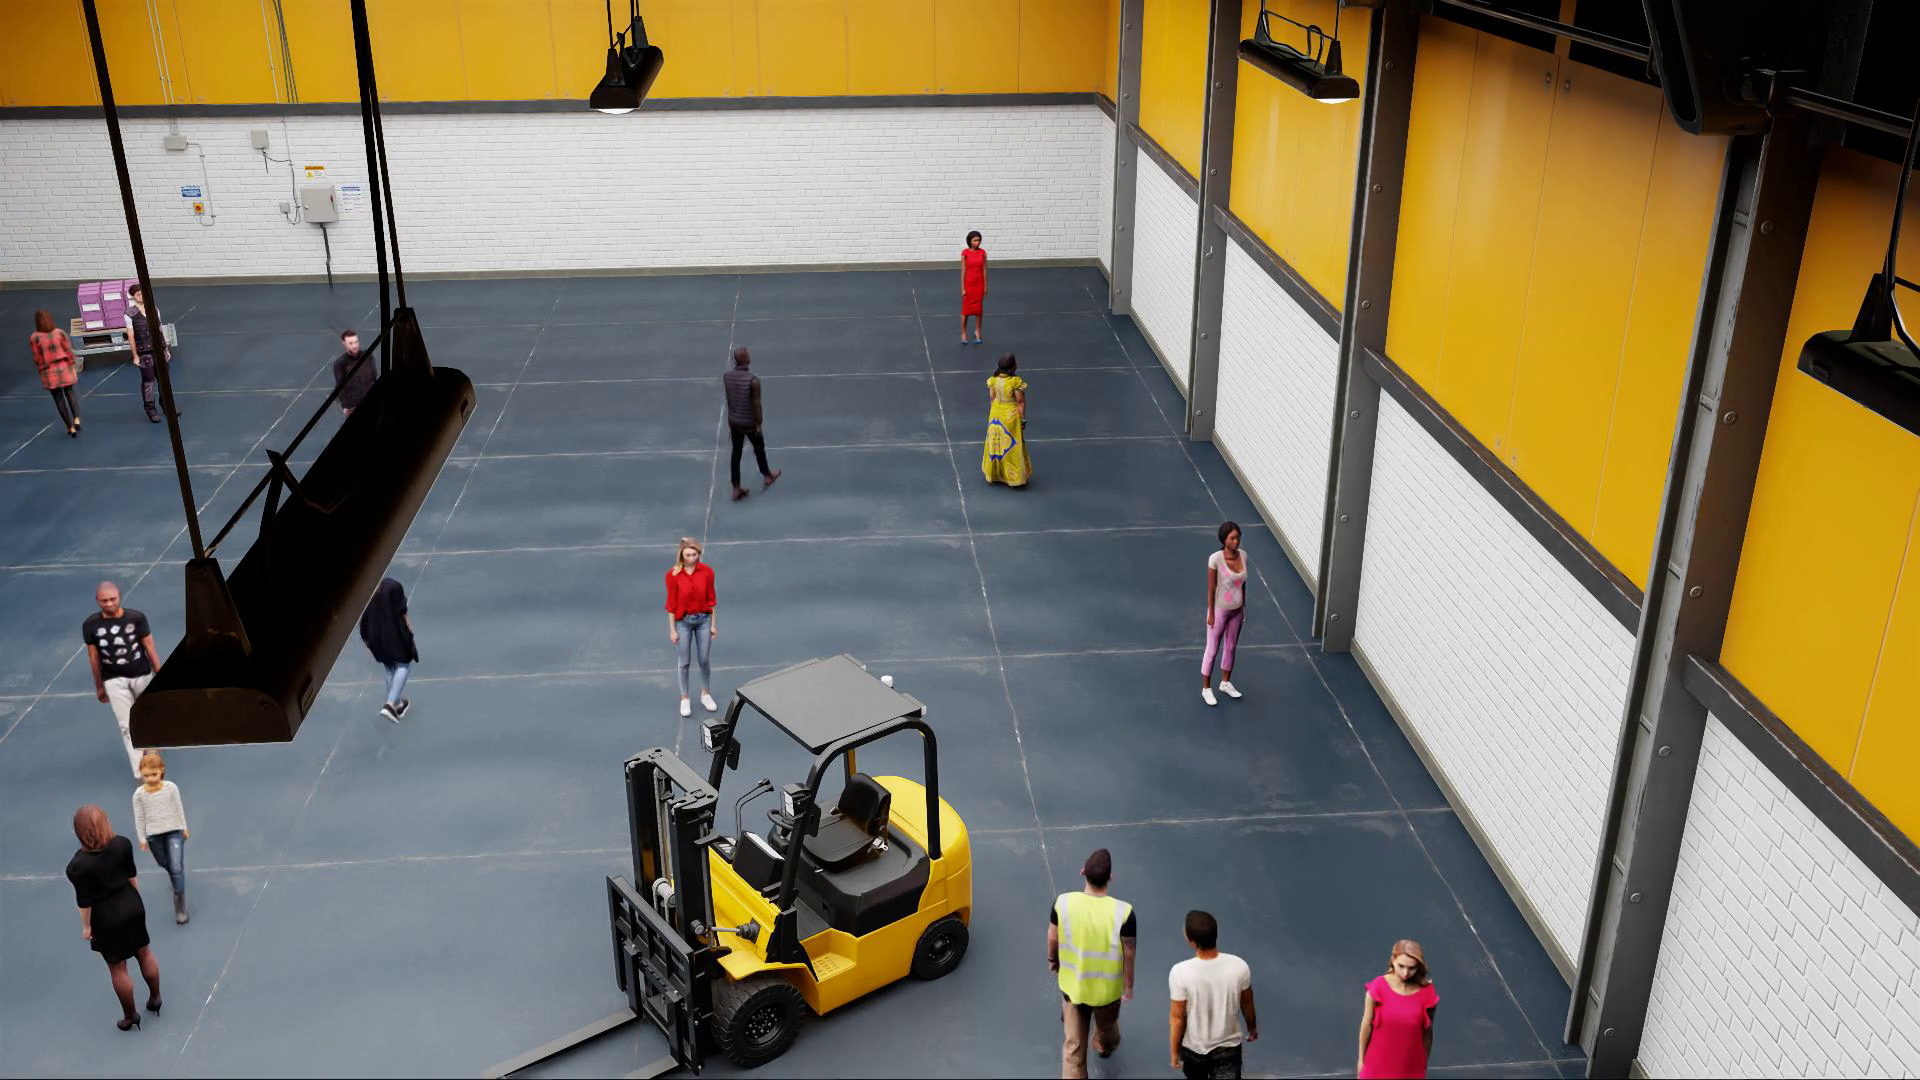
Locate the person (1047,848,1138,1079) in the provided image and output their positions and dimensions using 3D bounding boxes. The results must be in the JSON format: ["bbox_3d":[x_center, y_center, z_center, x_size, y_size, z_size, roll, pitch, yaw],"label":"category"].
[{"bbox_3d":[0.790,2.762,10.195,0.925,1.790,1.246,4,24,10],"label":"person"}]

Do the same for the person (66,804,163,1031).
[{"bbox_3d":[-5.555,2.478,10.949,0.716,1.706,0.617,13,27,28],"label":"person"}]

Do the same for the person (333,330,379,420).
[{"bbox_3d":[-7.267,-1.644,20.140,0.849,1.896,0.897,-20,31,-38],"label":"person"}]

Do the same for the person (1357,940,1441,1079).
[{"bbox_3d":[2.544,3.000,9.742,0.670,1.715,0.809,4,24,9],"label":"person"}]

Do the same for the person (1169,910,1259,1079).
[{"bbox_3d":[1.470,3.012,9.683,0.759,1.741,1.156,1,24,2],"label":"person"}]

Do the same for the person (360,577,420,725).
[{"bbox_3d":[-5.070,0.889,14.633,0.674,1.666,0.867,1,24,1],"label":"person"}]

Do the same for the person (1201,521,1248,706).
[{"bbox_3d":[2.408,0.645,15.097,0.641,1.741,0.640,-12,27,-26],"label":"person"}]

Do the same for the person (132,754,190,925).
[{"bbox_3d":[-5.860,2.133,12.251,0.675,1.295,0.955,-10,25,-21],"label":"person"}]

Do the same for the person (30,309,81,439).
[{"bbox_3d":[-11.668,-2.127,21.508,0.754,1.687,0.807,-17,29,-34],"label":"person"}]

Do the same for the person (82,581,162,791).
[{"bbox_3d":[-6.956,1.152,13.930,1.009,1.748,1.310,-12,26,-26],"label":"person"}]

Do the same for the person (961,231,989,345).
[{"bbox_3d":[0.201,-3.867,25.420,0.609,1.741,0.569,-7,25,-16],"label":"person"}]

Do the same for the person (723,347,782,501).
[{"bbox_3d":[-2.596,-1.343,19.568,1.070,1.804,1.191,13,27,27],"label":"person"}]

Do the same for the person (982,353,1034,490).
[{"bbox_3d":[0.566,-1.448,19.987,0.999,1.660,1.036,15,28,31],"label":"person"}]

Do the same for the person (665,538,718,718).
[{"bbox_3d":[-2.395,0.753,14.895,0.668,1.707,0.608,-9,25,-20],"label":"person"}]

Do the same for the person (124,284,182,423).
[{"bbox_3d":[-10.813,-2.517,22.197,0.811,1.849,0.719,14,27,29],"label":"person"}]
